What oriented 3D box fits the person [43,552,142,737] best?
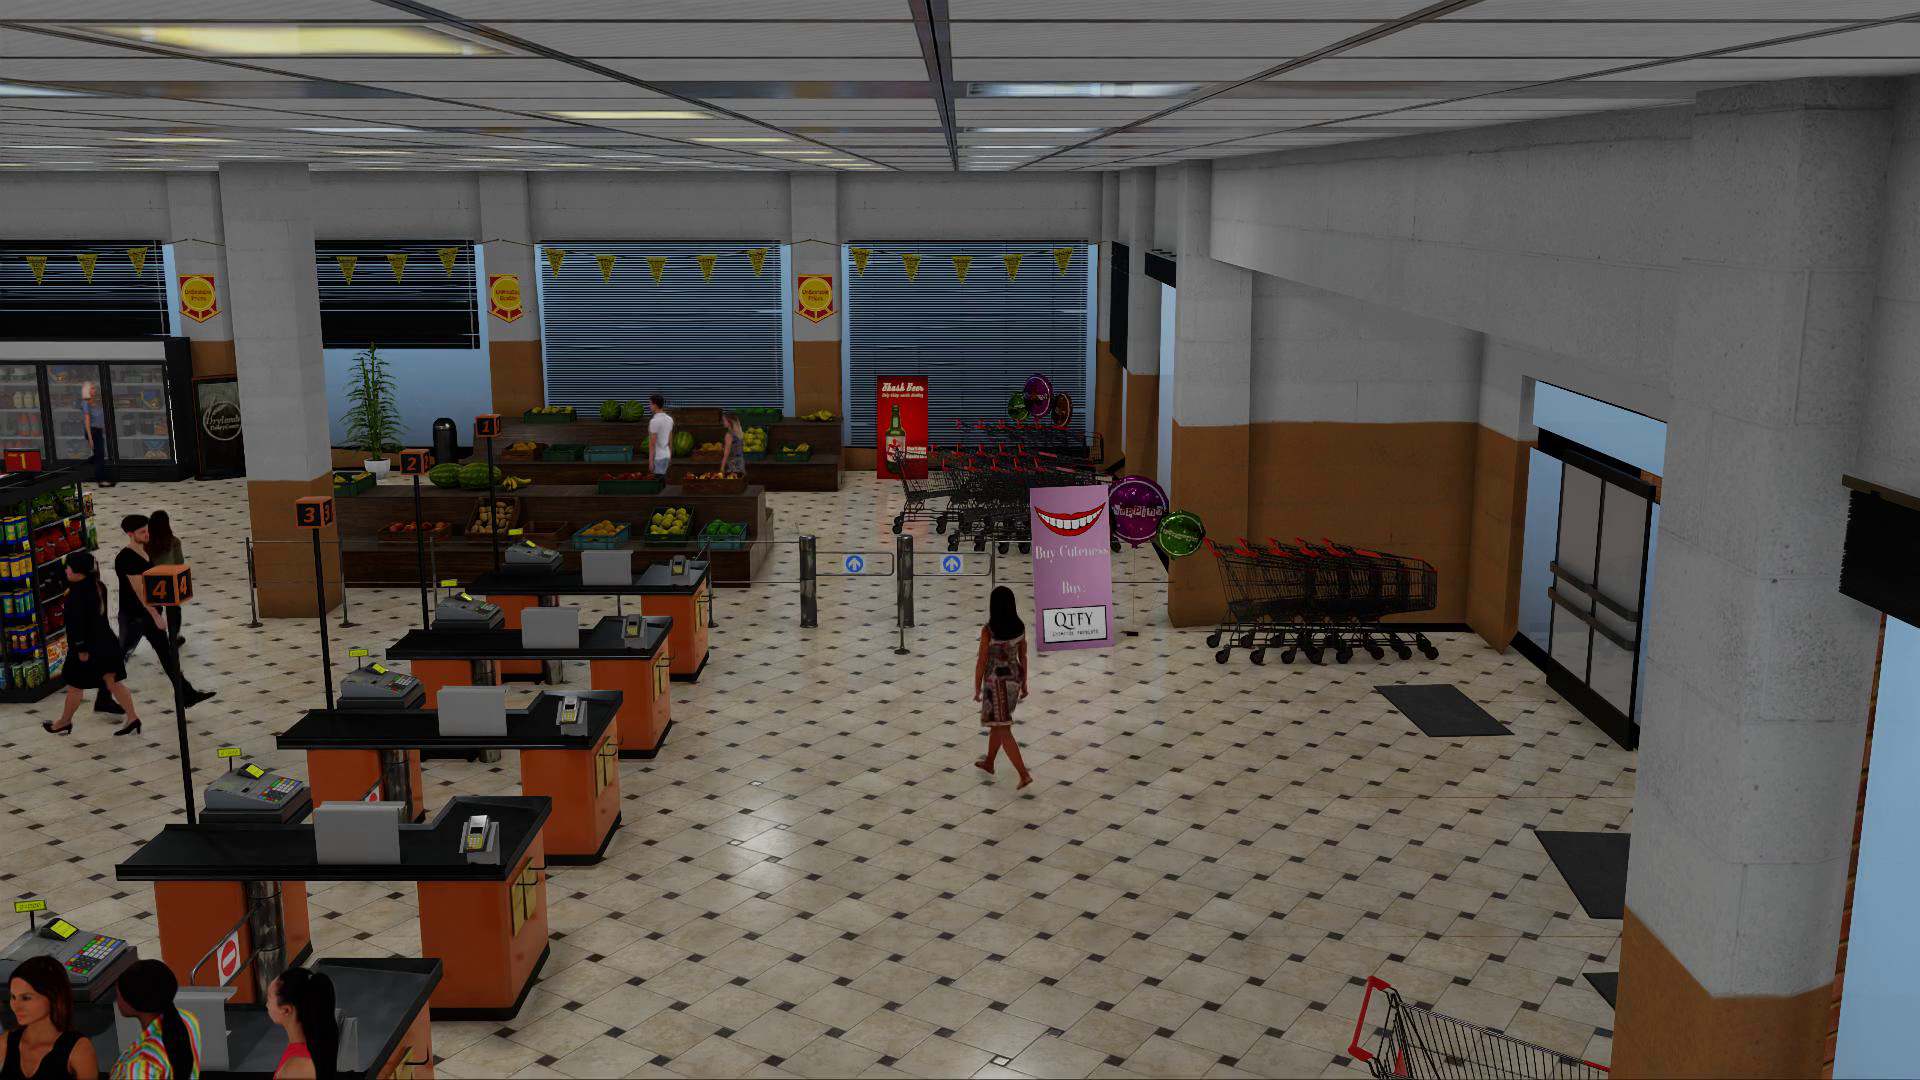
[{"bbox_3d":[-7.386,0.952,14.313,1.053,1.622,0.712,0,12,2],"label":"person"}]

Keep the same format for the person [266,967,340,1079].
[{"bbox_3d":[-2.582,2.512,6.649,0.598,1.727,0.636,-1,12,-7],"label":"person"}]

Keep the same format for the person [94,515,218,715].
[{"bbox_3d":[-7.474,0.720,14.910,1.306,1.830,0.793,-2,12,-9],"label":"person"}]

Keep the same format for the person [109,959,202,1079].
[{"bbox_3d":[-3.123,2.488,6.605,0.532,1.794,0.607,1,12,3],"label":"person"}]

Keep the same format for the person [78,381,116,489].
[{"bbox_3d":[-13.909,-1.672,26.568,0.901,1.707,0.658,-2,12,-8],"label":"person"}]

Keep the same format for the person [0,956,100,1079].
[{"bbox_3d":[-3.513,2.491,6.492,0.511,1.834,0.674,2,12,9],"label":"person"}]

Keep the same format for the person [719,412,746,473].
[{"bbox_3d":[-3.032,-0.933,23.140,0.738,1.675,0.641,3,12,12],"label":"person"}]

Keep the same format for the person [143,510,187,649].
[{"bbox_3d":[-8.237,0.438,17.143,0.792,1.463,0.736,-2,12,-9],"label":"person"}]

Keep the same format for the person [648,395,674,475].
[{"bbox_3d":[-4.221,-1.142,23.735,1.123,1.838,0.912,5,13,21],"label":"person"}]

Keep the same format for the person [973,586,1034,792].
[{"bbox_3d":[0.373,1.196,13.179,1.114,1.612,1.048,-8,14,-33],"label":"person"}]
